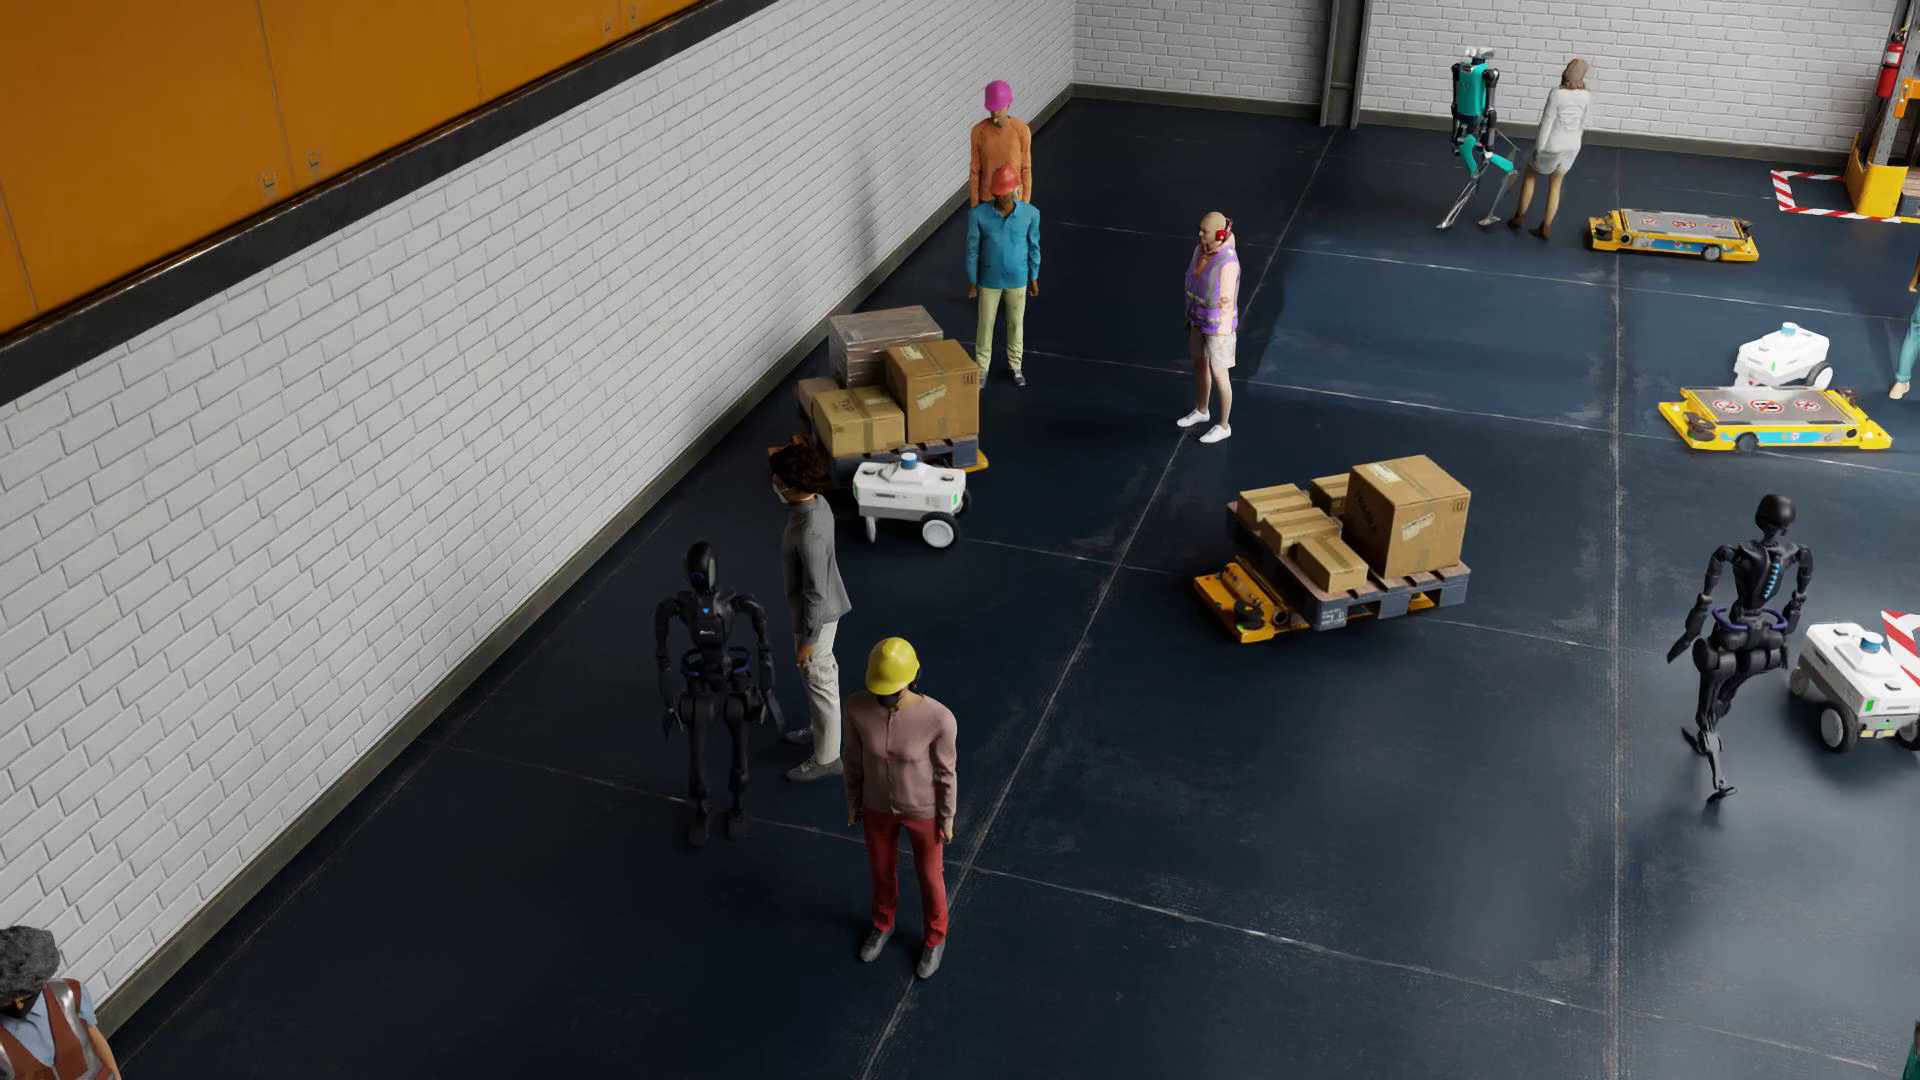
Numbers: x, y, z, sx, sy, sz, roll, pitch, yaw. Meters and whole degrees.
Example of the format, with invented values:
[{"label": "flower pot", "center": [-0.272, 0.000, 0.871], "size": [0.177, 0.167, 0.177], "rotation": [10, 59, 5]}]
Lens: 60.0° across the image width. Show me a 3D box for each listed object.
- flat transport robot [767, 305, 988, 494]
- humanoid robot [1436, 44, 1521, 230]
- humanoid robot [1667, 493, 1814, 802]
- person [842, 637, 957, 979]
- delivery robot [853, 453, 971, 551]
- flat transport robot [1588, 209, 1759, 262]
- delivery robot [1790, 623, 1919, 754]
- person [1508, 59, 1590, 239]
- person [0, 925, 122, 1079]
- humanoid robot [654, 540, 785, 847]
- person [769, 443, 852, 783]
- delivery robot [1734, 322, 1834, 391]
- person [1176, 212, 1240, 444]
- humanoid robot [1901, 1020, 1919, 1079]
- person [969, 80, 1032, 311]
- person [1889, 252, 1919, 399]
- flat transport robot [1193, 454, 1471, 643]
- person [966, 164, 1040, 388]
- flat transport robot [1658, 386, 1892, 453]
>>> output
[{"label": "flat transport robot", "center": [-0.582, -0.609, 11.661], "size": [1.431, 0.231, 0.659], "rotation": [-9, 32, -16]}, {"label": "humanoid robot", "center": [4.939, -3.772, 15.620], "size": [0.891, 1.779, 0.583], "rotation": [-15, 34, -24]}, {"label": "humanoid robot", "center": [3.947, 0.537, 8.375], "size": [0.608, 1.652, 0.742], "rotation": [-1, 30, -2]}, {"label": "person", "center": [-0.262, 1.158, 7.188], "size": [0.516, 1.756, 0.335], "rotation": [9, 32, 14]}, {"label": "delivery robot", "center": [-0.300, -0.279, 10.820], "size": [0.769, 0.597, 0.499], "rotation": [5, 31, 8]}, {"label": "flat transport robot", "center": [6.614, -2.833, 15.445], "size": [1.431, 0.231, 0.659], "rotation": [7, 31, 13]}, {"label": "delivery robot", "center": [4.877, 0.792, 9.002], "size": [0.499, 0.601, 0.775], "rotation": [-2, 31, -3]}, {"label": "person", "center": [5.536, -3.670, 15.515], "size": [0.520, 1.626, 0.626], "rotation": [-7, 31, -11]}, {"label": "person", "center": [-3.115, 2.017, 5.791], "size": [0.328, 1.685, 0.454], "rotation": [23, 38, 34]}, {"label": "humanoid robot", "center": [-1.149, 0.740, 7.977], "size": [0.594, 1.652, 0.328], "rotation": [-2, 31, -4]}, {"label": "person", "center": [-0.742, 0.371, 8.390], "size": [0.395, 1.897, 0.534], "rotation": [-2, 31, -4]}, {"label": "delivery robot", "center": [6.277, -1.362, 12.679], "size": [0.785, 0.614, 0.504], "rotation": [-18, 35, -27]}, {"label": "person", "center": [1.778, -1.519, 11.813], "size": [0.353, 1.685, 0.486], "rotation": [-14, 33, -23]}, {"label": "humanoid robot", "center": [3.262, 2.224, 5.398], "size": [0.667, 1.803, 0.535], "rotation": [15, 34, 24]}, {"label": "person", "center": [0.330, -2.825, 13.755], "size": [0.522, 1.972, 0.401], "rotation": [4, 31, 7]}, {"label": "person", "center": [7.282, -1.883, 12.249], "size": [0.395, 1.870, 0.529], "rotation": [-26, 39, -37]}, {"label": "flat transport robot", "center": [2.221, 0.271, 10.164], "size": [1.431, 0.231, 0.659], "rotation": [-10, 32, -16]}, {"label": "person", "center": [0.327, -1.984, 12.535], "size": [0.565, 1.748, 0.336], "rotation": [-2, 31, -3]}, {"label": "flat transport robot", "center": [5.933, -0.884, 12.129], "size": [1.431, 0.231, 0.659], "rotation": [0, 30, -1]}]
